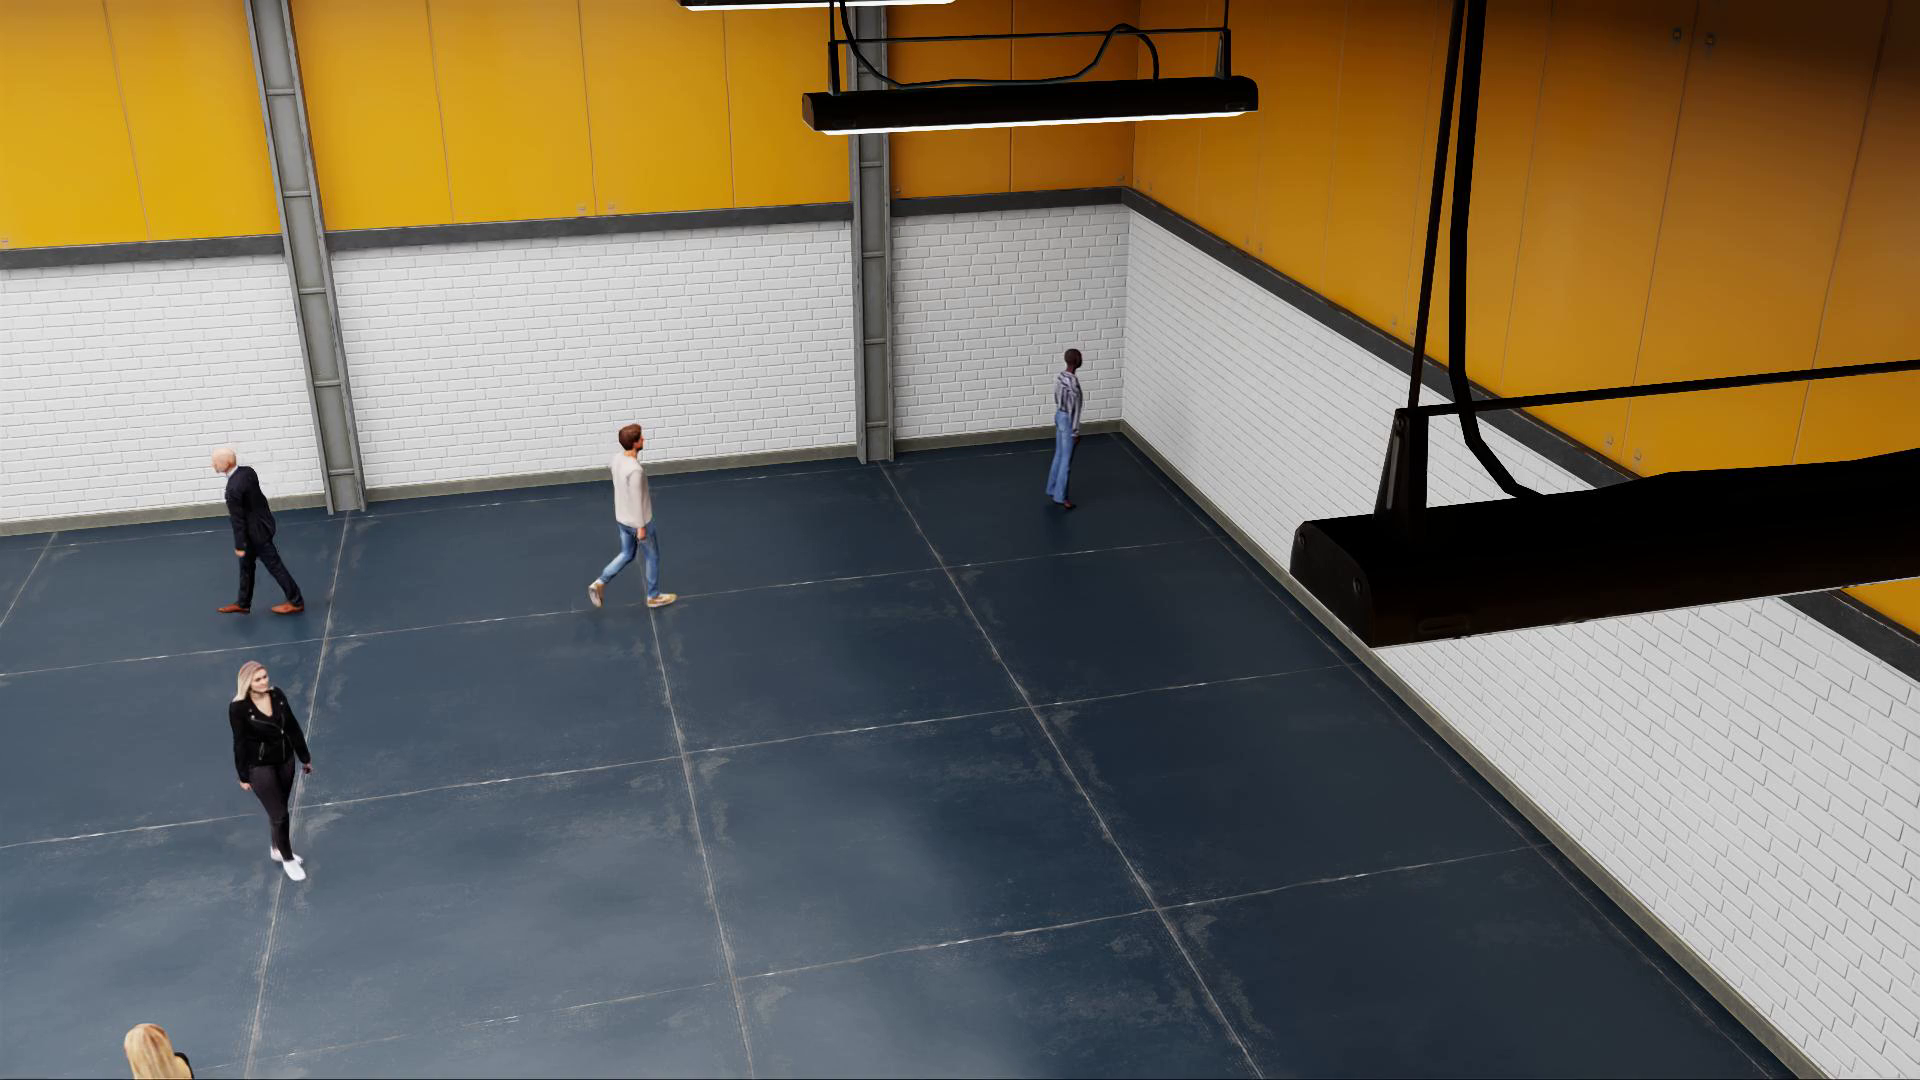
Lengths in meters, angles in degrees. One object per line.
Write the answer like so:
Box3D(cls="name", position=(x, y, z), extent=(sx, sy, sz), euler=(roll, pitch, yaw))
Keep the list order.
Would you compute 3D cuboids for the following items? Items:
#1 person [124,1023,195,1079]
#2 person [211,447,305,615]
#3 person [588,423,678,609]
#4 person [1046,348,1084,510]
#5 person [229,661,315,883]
Box3D(cls="person", position=(-3.836, 3.133, 8.203), extent=(0.643, 1.842, 0.665), euler=(1, 24, 2))
Box3D(cls="person", position=(-6.539, -0.070, 15.650), extent=(0.983, 1.747, 0.663), euler=(-4, 24, -8))
Box3D(cls="person", position=(-3.155, -0.172, 15.721), extent=(1.181, 1.877, 0.925), euler=(-16, 28, -32))
Box3D(cls="person", position=(1.166, -1.228, 18.249), extent=(0.559, 1.787, 0.627), euler=(-6, 24, -14))
Box3D(cls="person", position=(-4.995, 1.603, 11.915), extent=(0.899, 1.673, 0.840), euler=(14, 27, 29))
